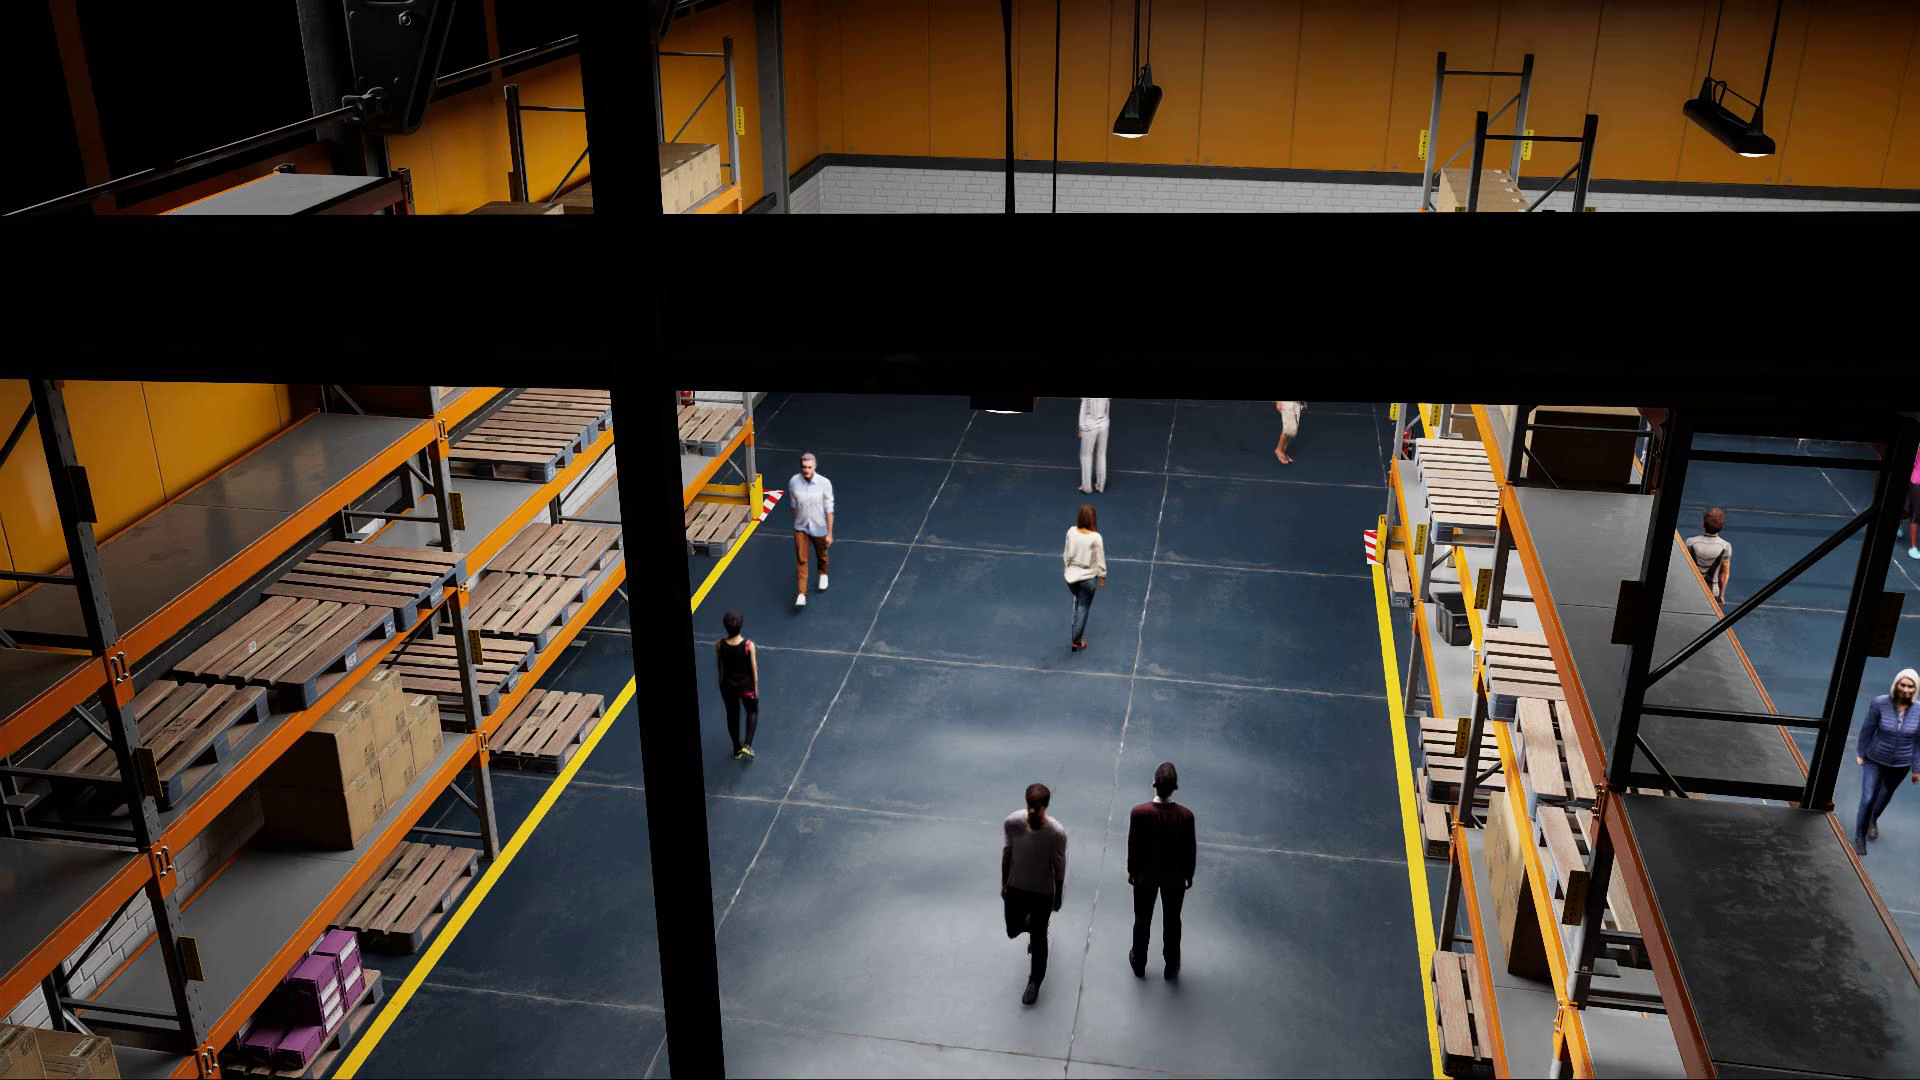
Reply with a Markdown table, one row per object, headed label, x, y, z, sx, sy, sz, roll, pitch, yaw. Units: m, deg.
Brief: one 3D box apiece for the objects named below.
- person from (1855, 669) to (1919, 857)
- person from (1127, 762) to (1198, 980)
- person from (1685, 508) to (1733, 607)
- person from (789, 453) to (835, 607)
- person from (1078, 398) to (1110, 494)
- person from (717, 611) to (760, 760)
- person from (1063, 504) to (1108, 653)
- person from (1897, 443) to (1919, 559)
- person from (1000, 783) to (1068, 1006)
| label | x | y | z | sx | sy | sz | roll | pitch | yaw |
| --- | --- | --- | --- | --- | --- | --- | --- | --- | --- |
| person | 8.107 | 1.874 | 14.519 | 0.774 | 1.706 | 1.084 | 8 | 25 | 18 |
| person | 1.540 | 2.549 | 12.774 | 0.693 | 1.865 | 0.614 | 2 | 24 | 5 |
| person | 7.711 | 0.543 | 17.322 | 0.675 | 1.900 | 0.620 | 8 | 25 | 18 |
| person | -1.685 | -0.177 | 19.127 | 0.761 | 1.774 | 1.190 | 2 | 24 | 4 |
| person | 1.807 | -1.472 | 22.096 | 0.660 | 1.767 | 0.675 | -9 | 25 | -19 |
| person | -2.121 | 1.412 | 15.778 | 0.566 | 1.544 | 0.663 | 2 | 24 | 4 |
| person | 1.263 | 0.430 | 17.866 | 0.744 | 1.670 | 0.756 | 17 | 29 | 33 |
| person | 11.764 | -0.688 | 20.406 | 0.651 | 1.685 | 1.170 | 1 | 24 | 2 |
| person | 0.579 | 2.609 | 12.686 | 0.825 | 1.828 | 1.005 | 11 | 26 | 24 |
